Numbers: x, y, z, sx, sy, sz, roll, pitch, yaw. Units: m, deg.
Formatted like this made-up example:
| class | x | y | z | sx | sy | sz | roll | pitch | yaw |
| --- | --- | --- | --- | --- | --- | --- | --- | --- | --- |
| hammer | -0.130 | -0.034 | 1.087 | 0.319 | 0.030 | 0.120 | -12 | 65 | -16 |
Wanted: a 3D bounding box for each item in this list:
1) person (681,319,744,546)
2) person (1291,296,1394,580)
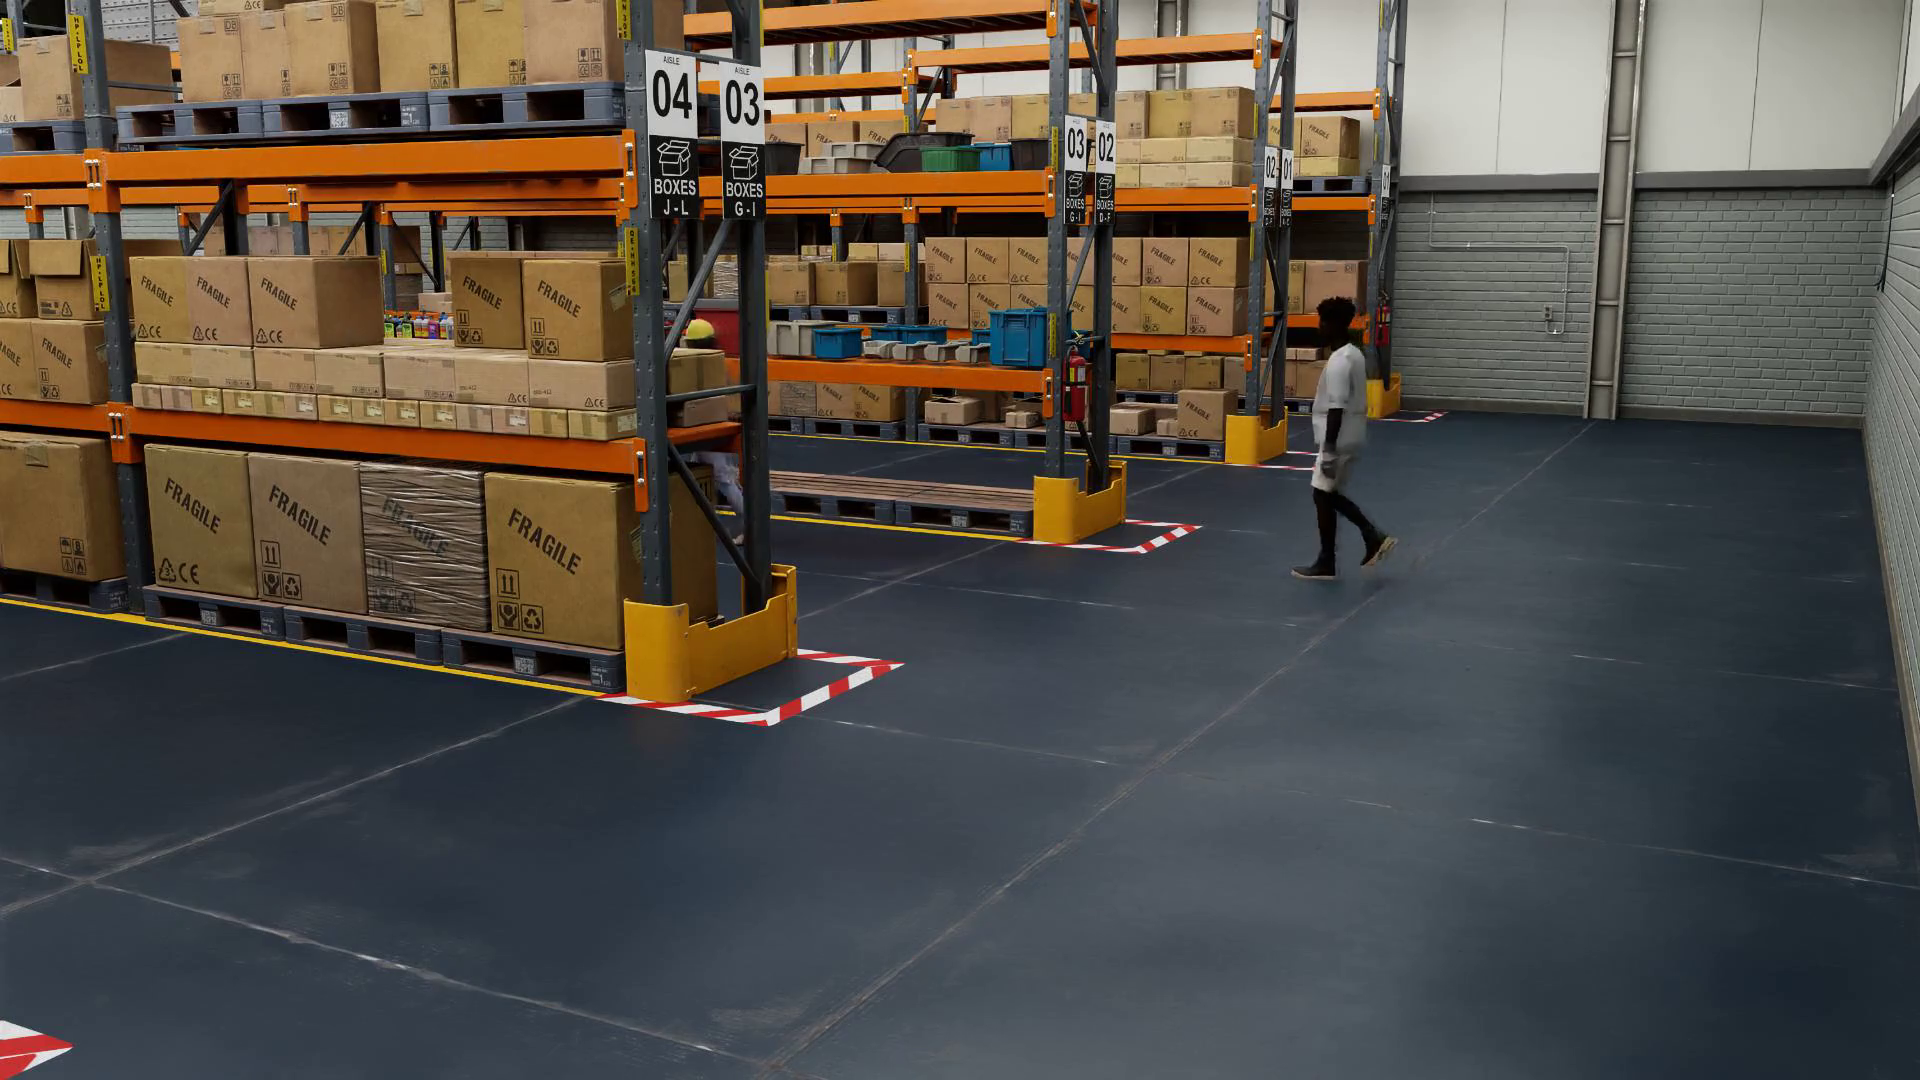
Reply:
| class | x | y | z | sx | sy | sz | roll | pitch | yaw |
| --- | --- | --- | --- | --- | --- | --- | --- | --- | --- |
| person | -1.927 | -0.809 | 12.630 | 0.905 | 1.721 | 0.532 | 2 | 11 | 10 |
| person | 2.613 | -0.680 | 11.302 | 0.560 | 1.945 | 0.626 | 4 | 11 | 23 |
